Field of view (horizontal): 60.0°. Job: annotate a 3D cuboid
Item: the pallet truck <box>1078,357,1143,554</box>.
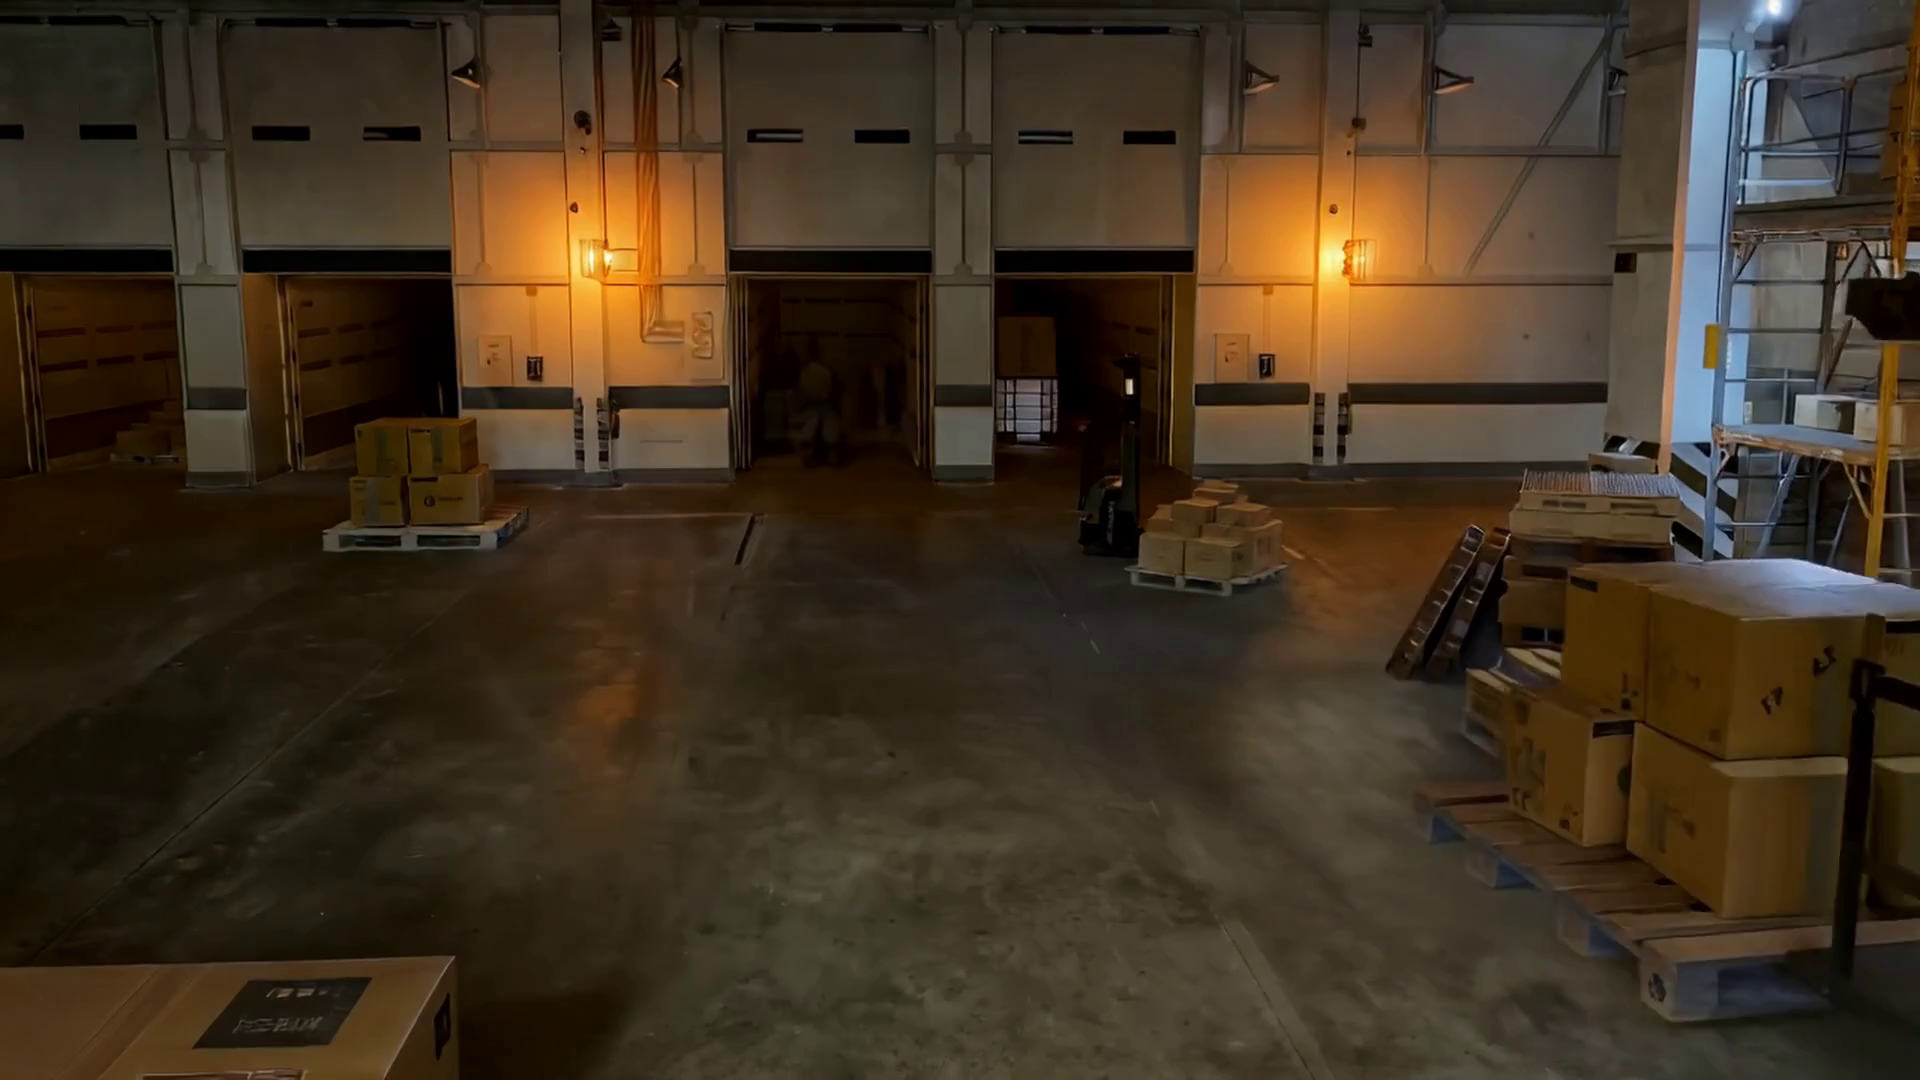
[{"bbox_3d":[2.088,-0.836,16.757,1.885,1.965,0.823,2,9,13],"label":"pallet truck"}]
